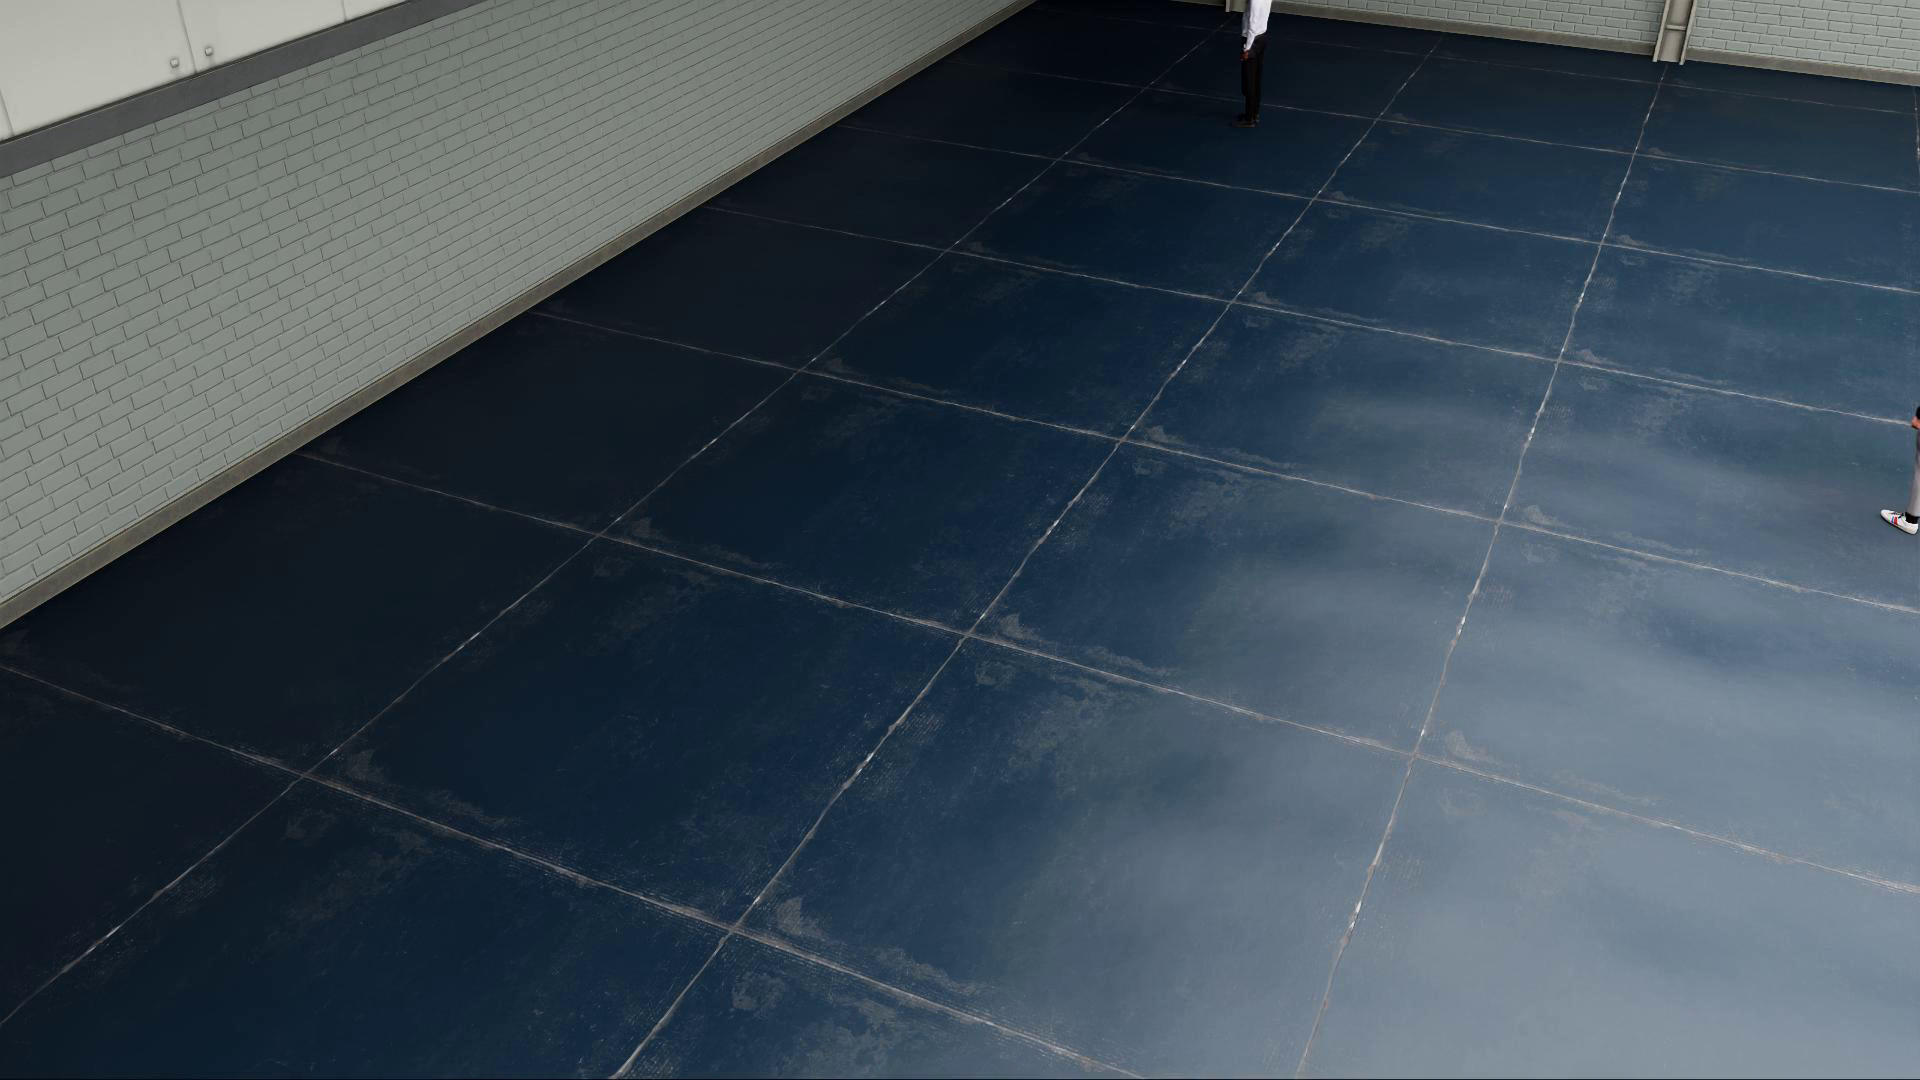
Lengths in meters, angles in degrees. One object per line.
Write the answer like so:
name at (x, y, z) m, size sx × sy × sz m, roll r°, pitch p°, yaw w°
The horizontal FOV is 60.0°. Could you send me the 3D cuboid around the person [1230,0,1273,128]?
person at (3.491, -5.851, 19.769) m, size 0.543 × 1.837 × 0.650 m, roll 17°, pitch 36°, yaw 24°
